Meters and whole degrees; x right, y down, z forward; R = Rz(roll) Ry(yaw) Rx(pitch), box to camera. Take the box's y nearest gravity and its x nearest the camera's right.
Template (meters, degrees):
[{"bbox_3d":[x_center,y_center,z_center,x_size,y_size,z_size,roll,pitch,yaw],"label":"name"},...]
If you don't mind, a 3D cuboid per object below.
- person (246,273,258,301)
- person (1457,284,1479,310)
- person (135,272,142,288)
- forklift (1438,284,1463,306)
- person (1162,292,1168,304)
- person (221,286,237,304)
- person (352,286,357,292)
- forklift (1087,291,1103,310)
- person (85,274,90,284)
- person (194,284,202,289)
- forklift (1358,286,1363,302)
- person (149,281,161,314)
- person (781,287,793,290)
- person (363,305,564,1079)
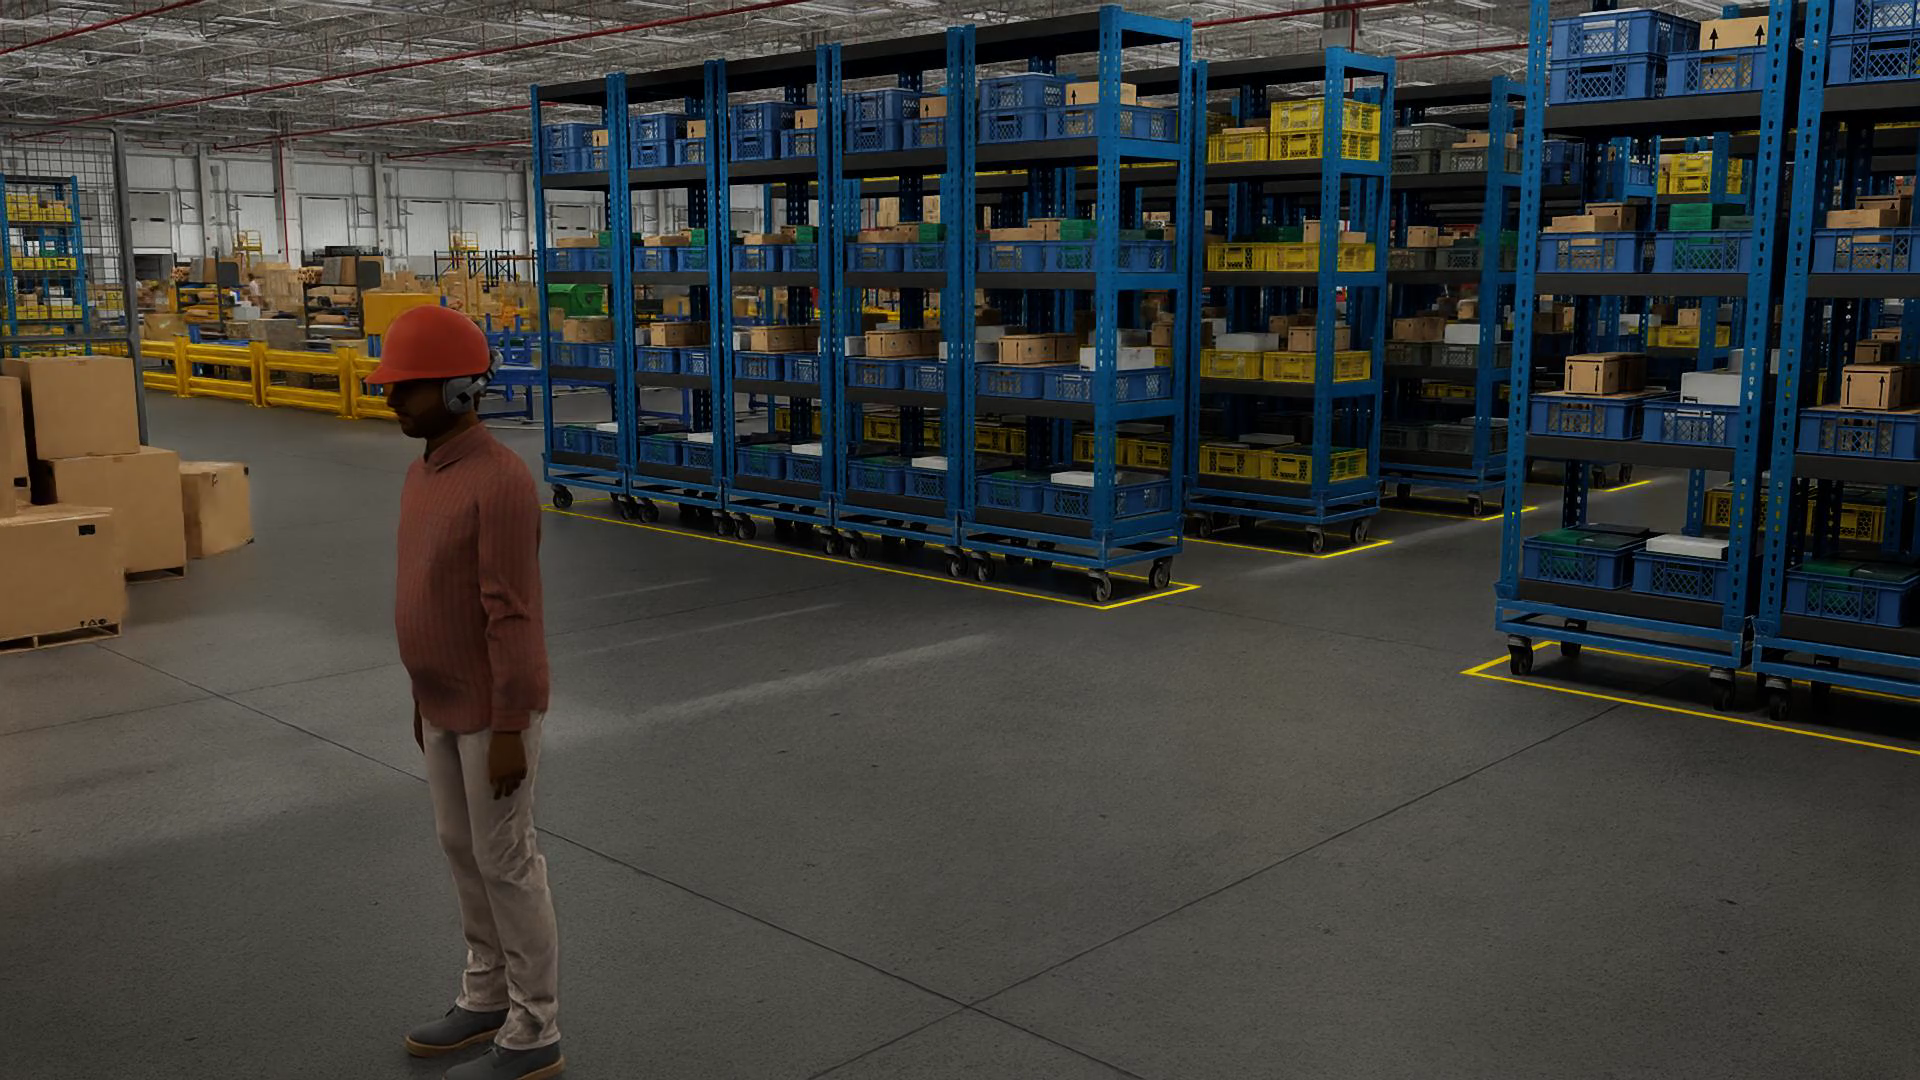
[{"bbox_3d":[-25.008,-8.452,58.689,0.513,1.918,0.643,-4,10,-21],"label":"person"},{"bbox_3d":[8.563,-3.351,27.614,0.657,1.865,0.980,8,12,40],"label":"person"},{"bbox_3d":[-26.944,-7.777,54.196,0.678,2.000,0.537,9,13,42],"label":"person"},{"bbox_3d":[13.925,-7.064,47.254,1.873,2.768,1.129,9,13,43],"label":"forklift"},{"bbox_3d":[6.924,-7.961,56.477,0.866,1.647,0.554,2,10,13],"label":"person"},{"bbox_3d":[-16.541,-4.989,37.626,0.325,1.871,0.516,3,10,17],"label":"person"},{"bbox_3d":[-30.203,-12.401,83.187,0.526,1.841,0.909,3,10,18],"label":"person"},{"bbox_3d":[5.321,-9.953,64.970,1.873,2.768,1.129,9,13,43],"label":"forklift"},{"bbox_3d":[-41.173,-11.621,78.370,0.430,1.845,0.621,-1,9,-4],"label":"person"},{"bbox_3d":[-37.430,-12.218,81.609,0.446,1.974,0.641,-3,10,-18],"label":"person"},{"bbox_3d":[11.100,-7.017,46.970,1.873,2.768,1.129,9,13,43],"label":"forklift"},{"bbox_3d":[-22.440,-6.402,46.707,0.714,1.738,0.524,-6,11,-31],"label":"person"},{"bbox_3d":[-7.716,-11.008,74.429,0.616,1.899,0.458,-2,9,-11],"label":"person"},{"bbox_3d":[-1.254,0.407,4.207,0.400,1.987,0.608,-8,12,-41],"label":"person"}]
